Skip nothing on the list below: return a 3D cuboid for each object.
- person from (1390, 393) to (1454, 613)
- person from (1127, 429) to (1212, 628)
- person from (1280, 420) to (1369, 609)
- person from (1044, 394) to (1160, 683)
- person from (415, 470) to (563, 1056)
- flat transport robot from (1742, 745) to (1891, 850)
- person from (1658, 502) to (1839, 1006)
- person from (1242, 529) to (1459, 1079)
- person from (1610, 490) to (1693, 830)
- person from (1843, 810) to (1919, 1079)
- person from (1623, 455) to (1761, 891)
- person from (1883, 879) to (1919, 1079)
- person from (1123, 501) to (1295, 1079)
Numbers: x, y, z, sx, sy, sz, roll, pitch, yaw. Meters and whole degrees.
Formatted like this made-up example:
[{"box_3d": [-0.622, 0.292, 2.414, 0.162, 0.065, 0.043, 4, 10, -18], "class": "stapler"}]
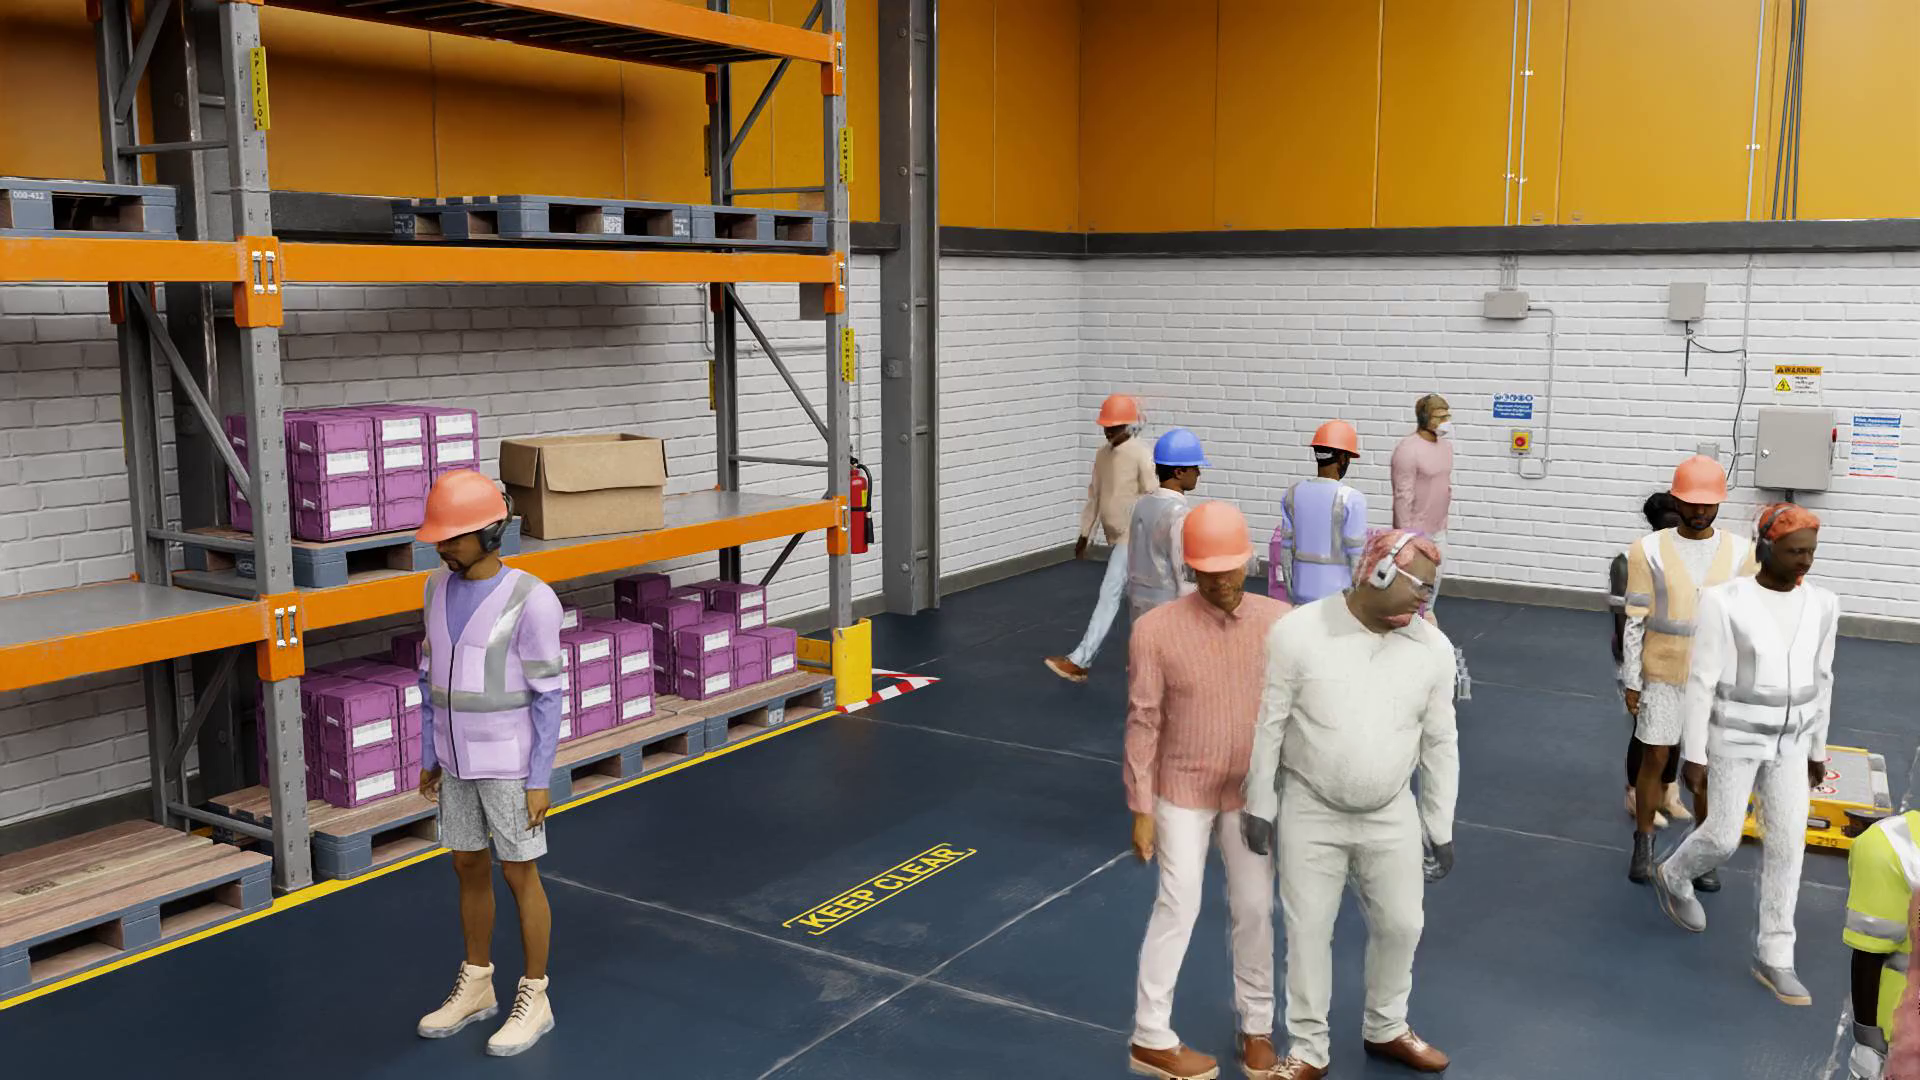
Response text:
[{"box_3d": [3.131, -0.033, 11.303, 0.636, 1.933, 0.369, -8, 12, -44], "class": "person"}, {"box_3d": [1.047, 0.417, 8.302, 0.397, 1.946, 0.617, -3, 9, -19], "class": "person"}, {"box_3d": [2.005, 0.310, 9.067, 0.370, 1.928, 0.543, -8, 12, -42], "class": "person"}, {"box_3d": [1.005, -0.010, 11.117, 1.053, 1.921, 0.654, -3, 9, -21], "class": "person"}, {"box_3d": [-1.655, 0.767, 5.758, 0.605, 2.034, 0.392, 5, 10, 28], "class": "person"}, {"box_3d": [4.289, 1.242, 8.370, 0.652, 0.197, 1.431, 4, 10, 27], "class": "flat transport robot"}, {"box_3d": [3.011, 0.756, 6.392, 0.609, 1.863, 0.785, -1, 9, -8], "class": "person"}, {"box_3d": [1.295, 0.897, 5.437, 0.739, 1.879, 0.428, 0, 9, -1], "class": "person"}, {"box_3d": [3.423, 0.583, 8.126, 0.542, 1.667, 0.424, -1, 9, -8], "class": "person"}, {"box_3d": [2.374, 1.203, 4.000, 0.535, 1.700, 0.318, -1, 9, -6], "class": "person"}, {"box_3d": [3.191, 0.586, 7.292, 0.539, 1.929, 0.388, 2, 9, 14], "class": "person"}, {"box_3d": [2.015, 1.243, 3.001, 0.675, 1.933, 0.414, 8, 12, 42], "class": "person"}, {"box_3d": [0.856, 0.836, 5.498, 0.670, 1.972, 0.449, -3, 9, -16], "class": "person"}]
